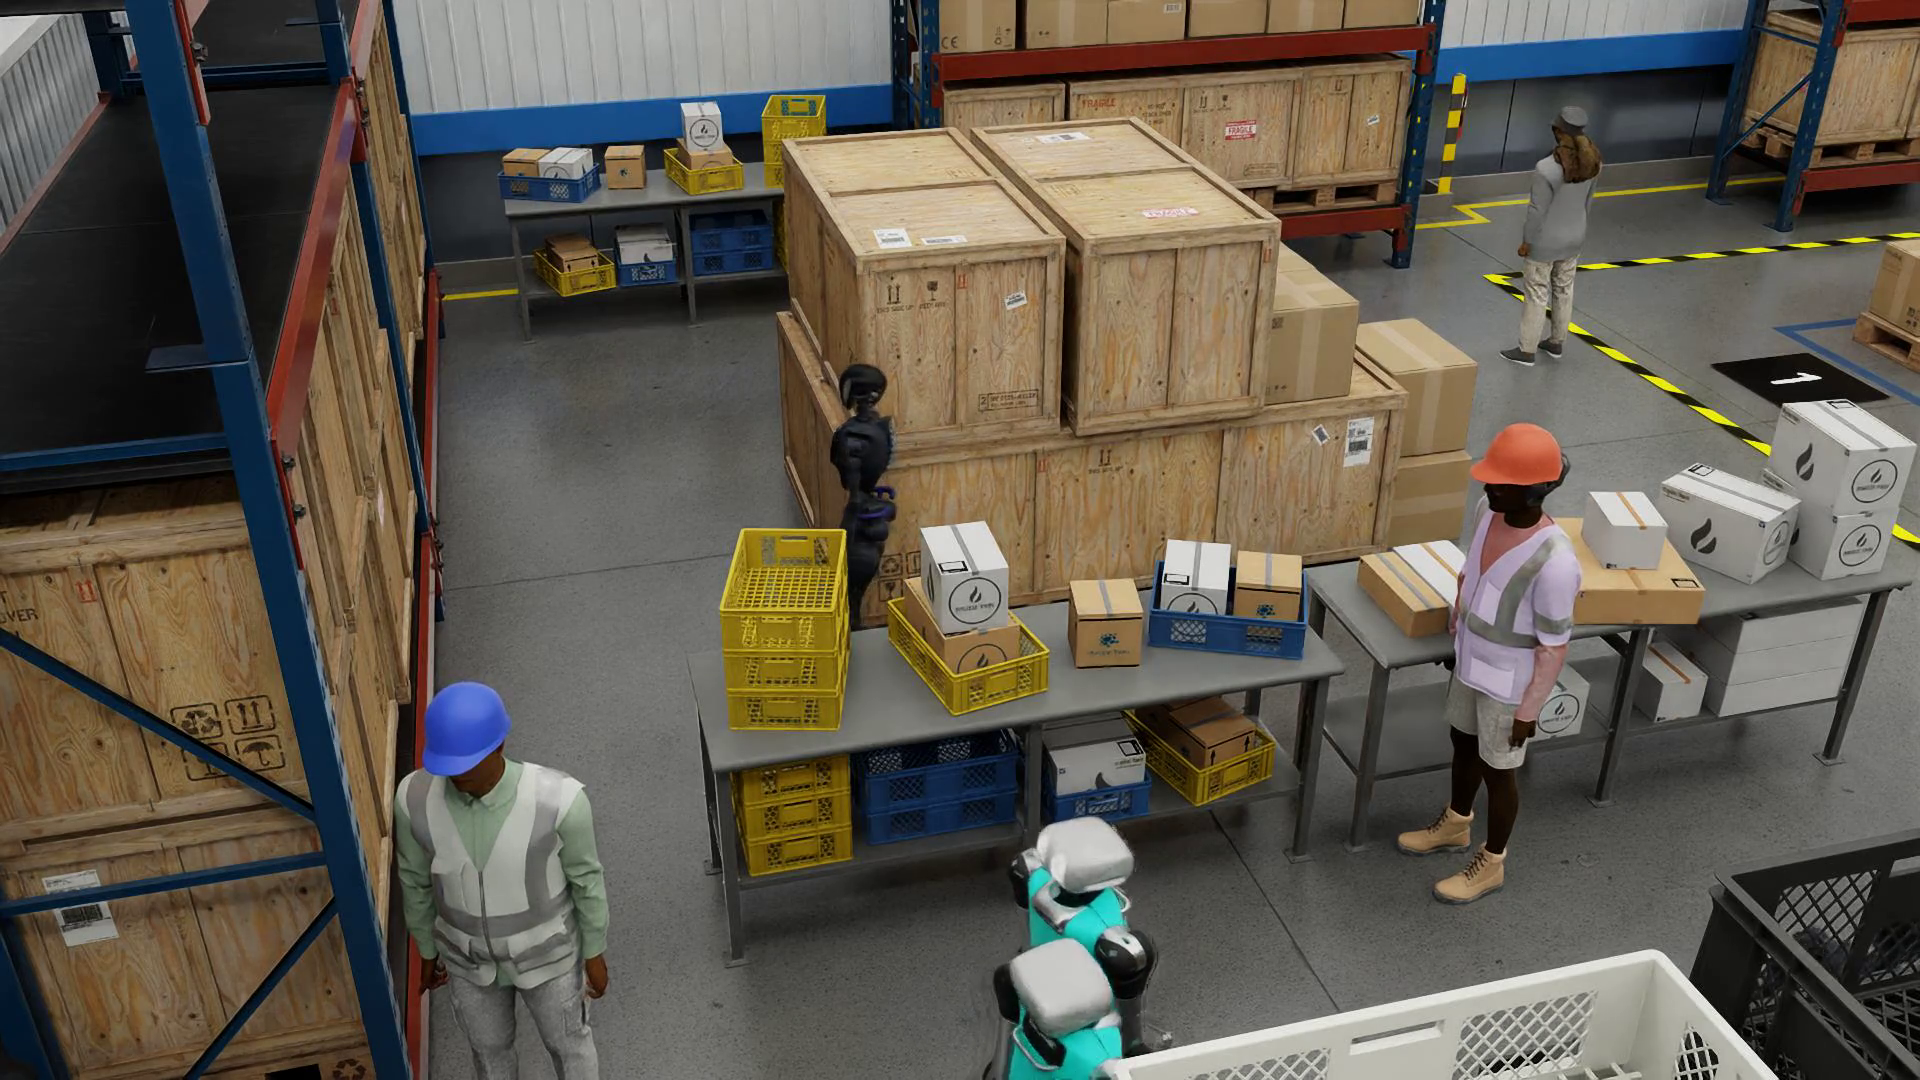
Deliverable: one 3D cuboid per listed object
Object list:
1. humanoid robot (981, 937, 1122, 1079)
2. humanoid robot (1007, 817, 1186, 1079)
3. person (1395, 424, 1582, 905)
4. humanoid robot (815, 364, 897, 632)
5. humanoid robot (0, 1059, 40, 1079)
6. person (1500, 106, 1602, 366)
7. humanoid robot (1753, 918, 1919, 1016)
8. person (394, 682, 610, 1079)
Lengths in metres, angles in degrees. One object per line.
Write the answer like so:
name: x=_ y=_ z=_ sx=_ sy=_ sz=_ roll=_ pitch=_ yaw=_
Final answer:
humanoid robot: x=0.009 y=1.837 z=4.284 sx=0.964 sy=1.766 sz=0.550 roll=-15 pitch=32 yaw=-25
humanoid robot: x=0.499 y=1.487 z=4.839 sx=0.674 sy=1.747 sz=0.532 roll=-18 pitch=34 yaw=-29
person: x=2.027 y=0.493 z=6.385 sx=0.379 sy=2.041 sz=0.614 roll=-7 pitch=30 yaw=-12
humanoid robot: x=-0.438 y=-0.027 z=7.739 sx=0.512 sy=1.649 sz=0.606 roll=3 pitch=29 yaw=6
humanoid robot: x=-2.184 y=1.925 z=4.150 sx=0.599 sy=1.654 sz=0.315 roll=5 pitch=29 yaw=9
person: x=4.033 y=-2.054 z=11.288 sx=0.571 sy=1.767 sz=0.401 roll=-15 pitch=32 yaw=-25
humanoid robot: x=2.387 y=1.637 z=4.718 sx=0.665 sy=1.638 sz=0.609 roll=-19 pitch=34 yaw=-31
person: x=-1.382 y=1.251 z=5.107 sx=0.617 sy=1.945 sz=0.392 roll=1 pitch=29 yaw=2
